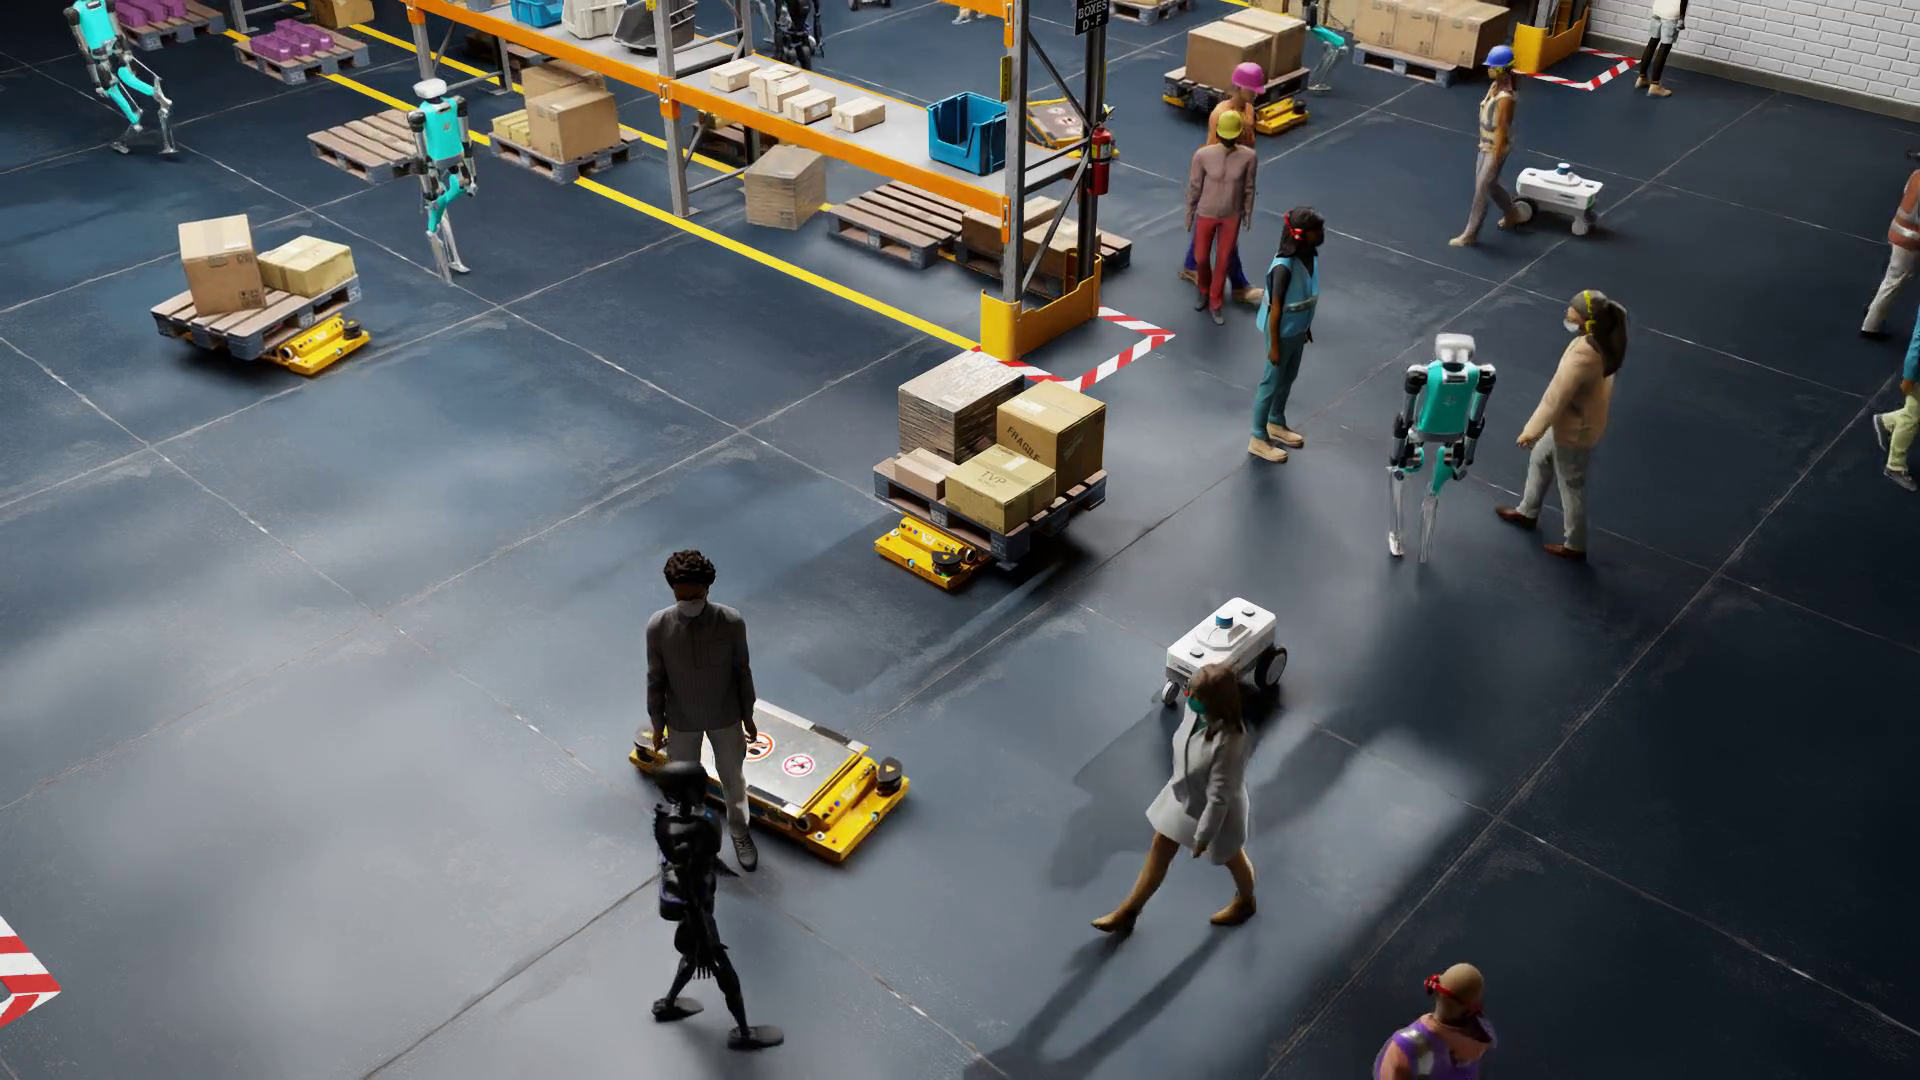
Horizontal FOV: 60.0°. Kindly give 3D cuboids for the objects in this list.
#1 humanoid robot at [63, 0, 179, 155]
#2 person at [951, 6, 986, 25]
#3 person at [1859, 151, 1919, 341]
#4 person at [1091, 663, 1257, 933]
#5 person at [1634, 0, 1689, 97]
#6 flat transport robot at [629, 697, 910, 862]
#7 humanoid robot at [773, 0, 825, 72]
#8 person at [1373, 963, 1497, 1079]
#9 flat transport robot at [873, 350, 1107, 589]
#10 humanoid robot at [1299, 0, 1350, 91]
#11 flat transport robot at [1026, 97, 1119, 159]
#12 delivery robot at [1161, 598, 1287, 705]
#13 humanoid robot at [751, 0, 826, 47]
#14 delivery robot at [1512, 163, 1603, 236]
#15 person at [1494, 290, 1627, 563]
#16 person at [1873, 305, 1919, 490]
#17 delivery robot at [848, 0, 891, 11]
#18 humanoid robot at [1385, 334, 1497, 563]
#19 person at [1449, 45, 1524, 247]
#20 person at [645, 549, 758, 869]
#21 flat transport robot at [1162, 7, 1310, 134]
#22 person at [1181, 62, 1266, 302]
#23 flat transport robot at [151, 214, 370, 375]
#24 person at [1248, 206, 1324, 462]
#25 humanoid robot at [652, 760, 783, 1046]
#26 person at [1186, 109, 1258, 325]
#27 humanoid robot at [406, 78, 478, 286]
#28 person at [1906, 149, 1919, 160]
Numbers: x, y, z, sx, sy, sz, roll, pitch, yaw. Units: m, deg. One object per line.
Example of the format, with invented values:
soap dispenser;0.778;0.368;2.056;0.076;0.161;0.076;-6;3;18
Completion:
humanoid robot;-8.015;-4.461;16.031;1.057;1.758;0.535;15;37;20
person;0.116;-7.027;19.712;0.566;1.717;0.615;26;42;32
person;7.413;-2.325;12.941;0.407;1.678;0.456;4;35;6
person;1.092;1.263;7.790;0.872;1.612;0.489;-16;38;-22
person;7.530;-5.580;17.636;0.317;1.695;0.539;-5;35;-8
flat transport robot;-1.046;1.225;9.035;1.431;0.231;0.659;20;39;26
humanoid robot;-1.656;-5.022;16.853;0.609;1.635;0.456;-25;42;-32
person;1.708;2.279;6.284;0.612;1.658;0.442;-12;36;-16
flat transport robot;0.158;-0.172;11.059;0.659;0.231;1.431;27;43;33
humanoid robot;3.838;-5.513;17.520;0.833;1.772;0.550;7;35;10
flat transport robot;1.050;-4.172;16.854;0.659;0.231;1.431;-10;36;-14
delivery robot;1.506;0.646;9.597;0.499;0.566;0.739;27;43;33
humanoid robot;-2.014;-6.329;18.699;1.005;1.738;0.541;17;38;23
delivery robot;5.398;-3.115;15.080;0.807;0.603;0.499;20;39;26
person;3.793;-0.747;10.510;0.818;1.840;0.575;22;40;28
person;6.564;-1.203;11.255;0.562;1.741;0.496;-13;37;-18
delivery robot;-1.199;-6.897;20.534;0.499;0.575;0.750;-12;36;-17
humanoid robot;2.907;-0.591;10.415;0.533;1.799;0.819;0;35;1
person;4.711;-3.422;14.469;0.659;1.755;0.497;-1;35;-2
person;-1.262;0.845;8.153;0.530;1.899;0.395;-6;35;-9
flat transport robot;2.891;-4.602;17.478;1.431;0.231;0.659;29;44;35
person;2.268;-2.916;13.569;0.968;1.935;0.522;25;42;32
flat transport robot;-5.481;-1.674;13.235;1.431;0.231;0.659;16;38;22
person;2.251;-1.428;11.485;0.389;1.860;0.509;26;42;32
humanoid robot;-1.139;1.570;7.324;0.615;1.644;0.591;-2;35;-3
person;2.064;-2.589;13.254;0.533;1.759;0.465;1;35;1
humanoid robot;-4.367;-2.984;13.874;0.693;1.839;0.537;26;42;32
person;9.620;-4.614;16.042;0.547;1.929;0.384;-22;40;-28
